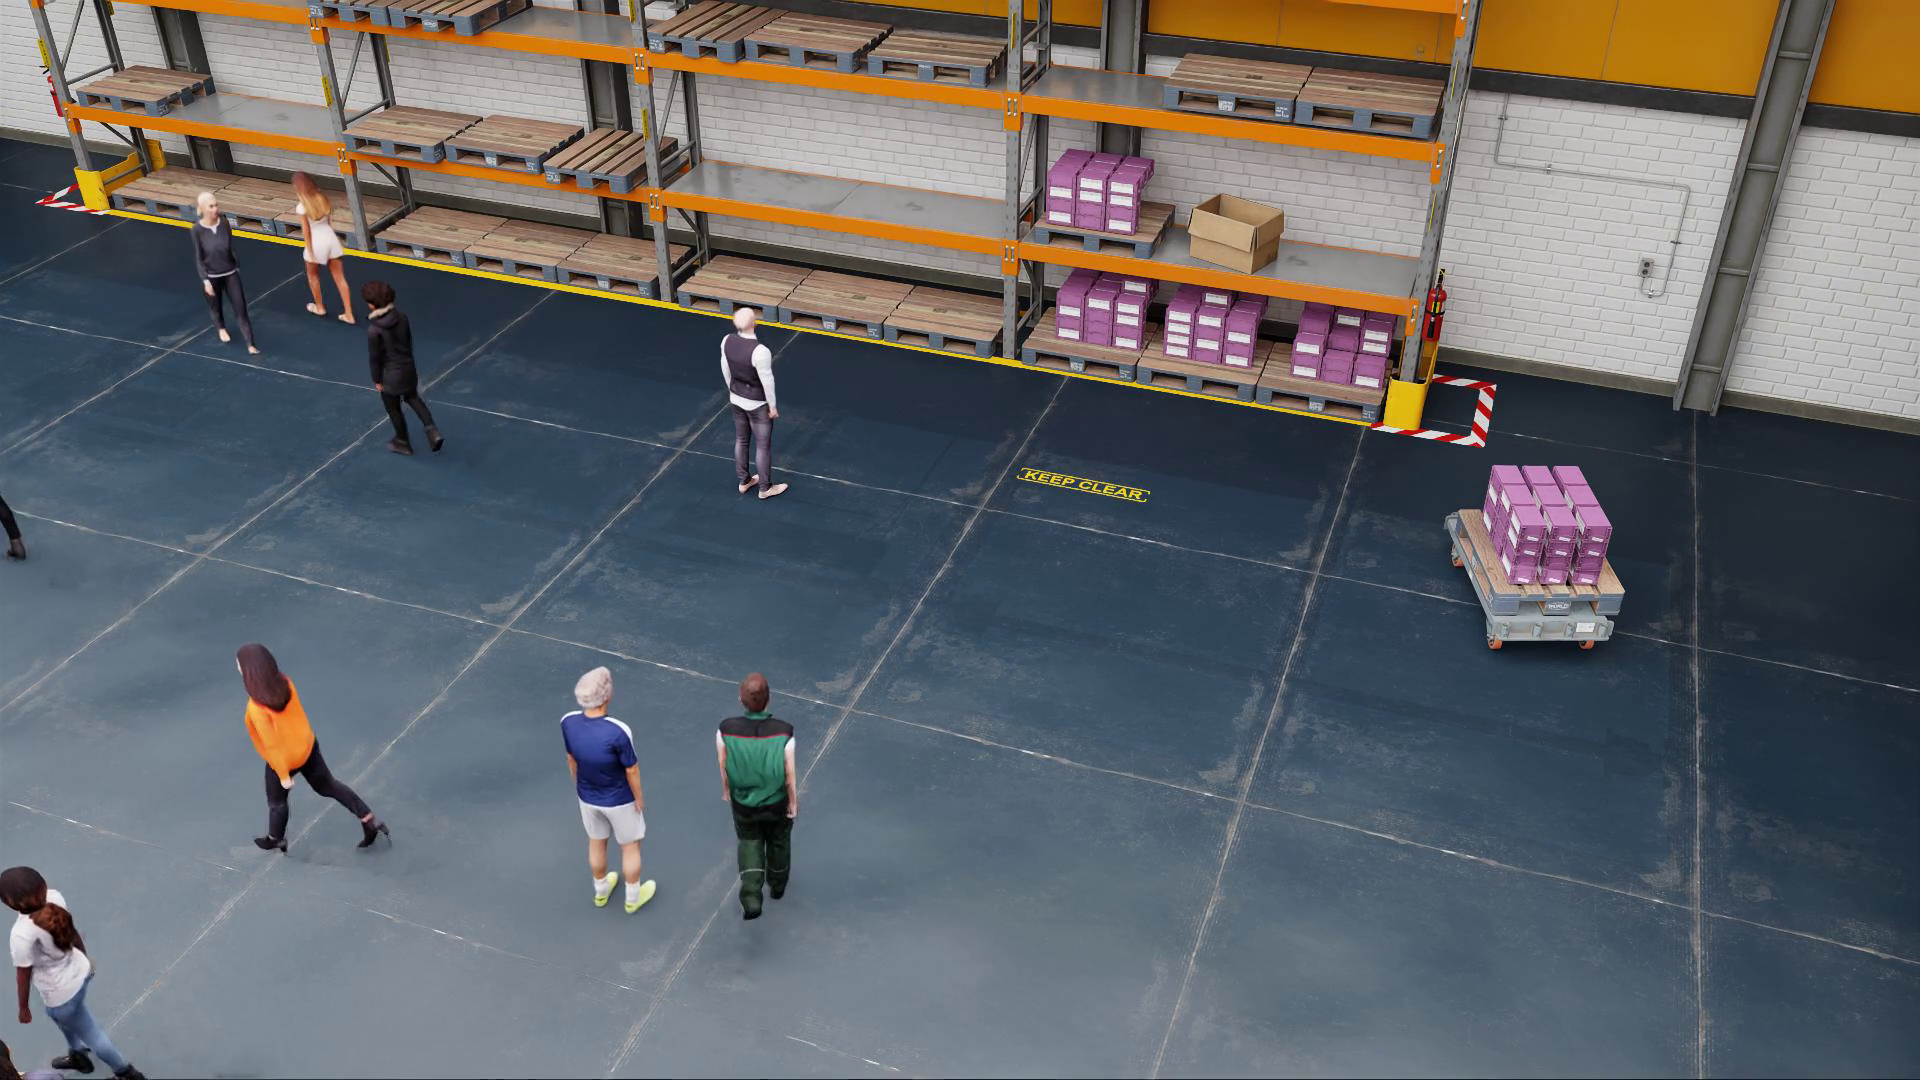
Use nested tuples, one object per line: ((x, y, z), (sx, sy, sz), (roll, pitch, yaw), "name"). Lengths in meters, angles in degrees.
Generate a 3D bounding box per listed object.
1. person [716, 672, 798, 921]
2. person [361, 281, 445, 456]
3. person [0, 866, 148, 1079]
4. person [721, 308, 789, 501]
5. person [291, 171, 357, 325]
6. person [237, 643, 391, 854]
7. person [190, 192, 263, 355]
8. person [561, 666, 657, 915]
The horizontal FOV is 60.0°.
((-1.252, 1.633, 10.331), (0.938, 1.825, 0.886), (1, 34, 2), "person")
((-5.080, -1.527, 15.139), (0.960, 1.767, 0.736), (18, 38, 25), "person")
((-4.862, 2.465, 9.190), (0.909, 1.704, 0.768), (-2, 34, -4), "person")
((-1.833, -1.204, 14.603), (0.626, 1.822, 0.805), (21, 39, 28), "person")
((-6.658, -3.046, 17.519), (0.966, 1.662, 0.744), (24, 41, 32), "person")
((-4.230, 1.405, 10.786), (1.212, 1.702, 0.849), (0, 34, 0), "person")
((-7.632, -2.744, 17.054), (1.004, 1.673, 1.208), (-23, 40, -31), "person")
((-2.204, 1.589, 10.397), (0.513, 1.827, 0.702), (10, 35, 14), "person")
